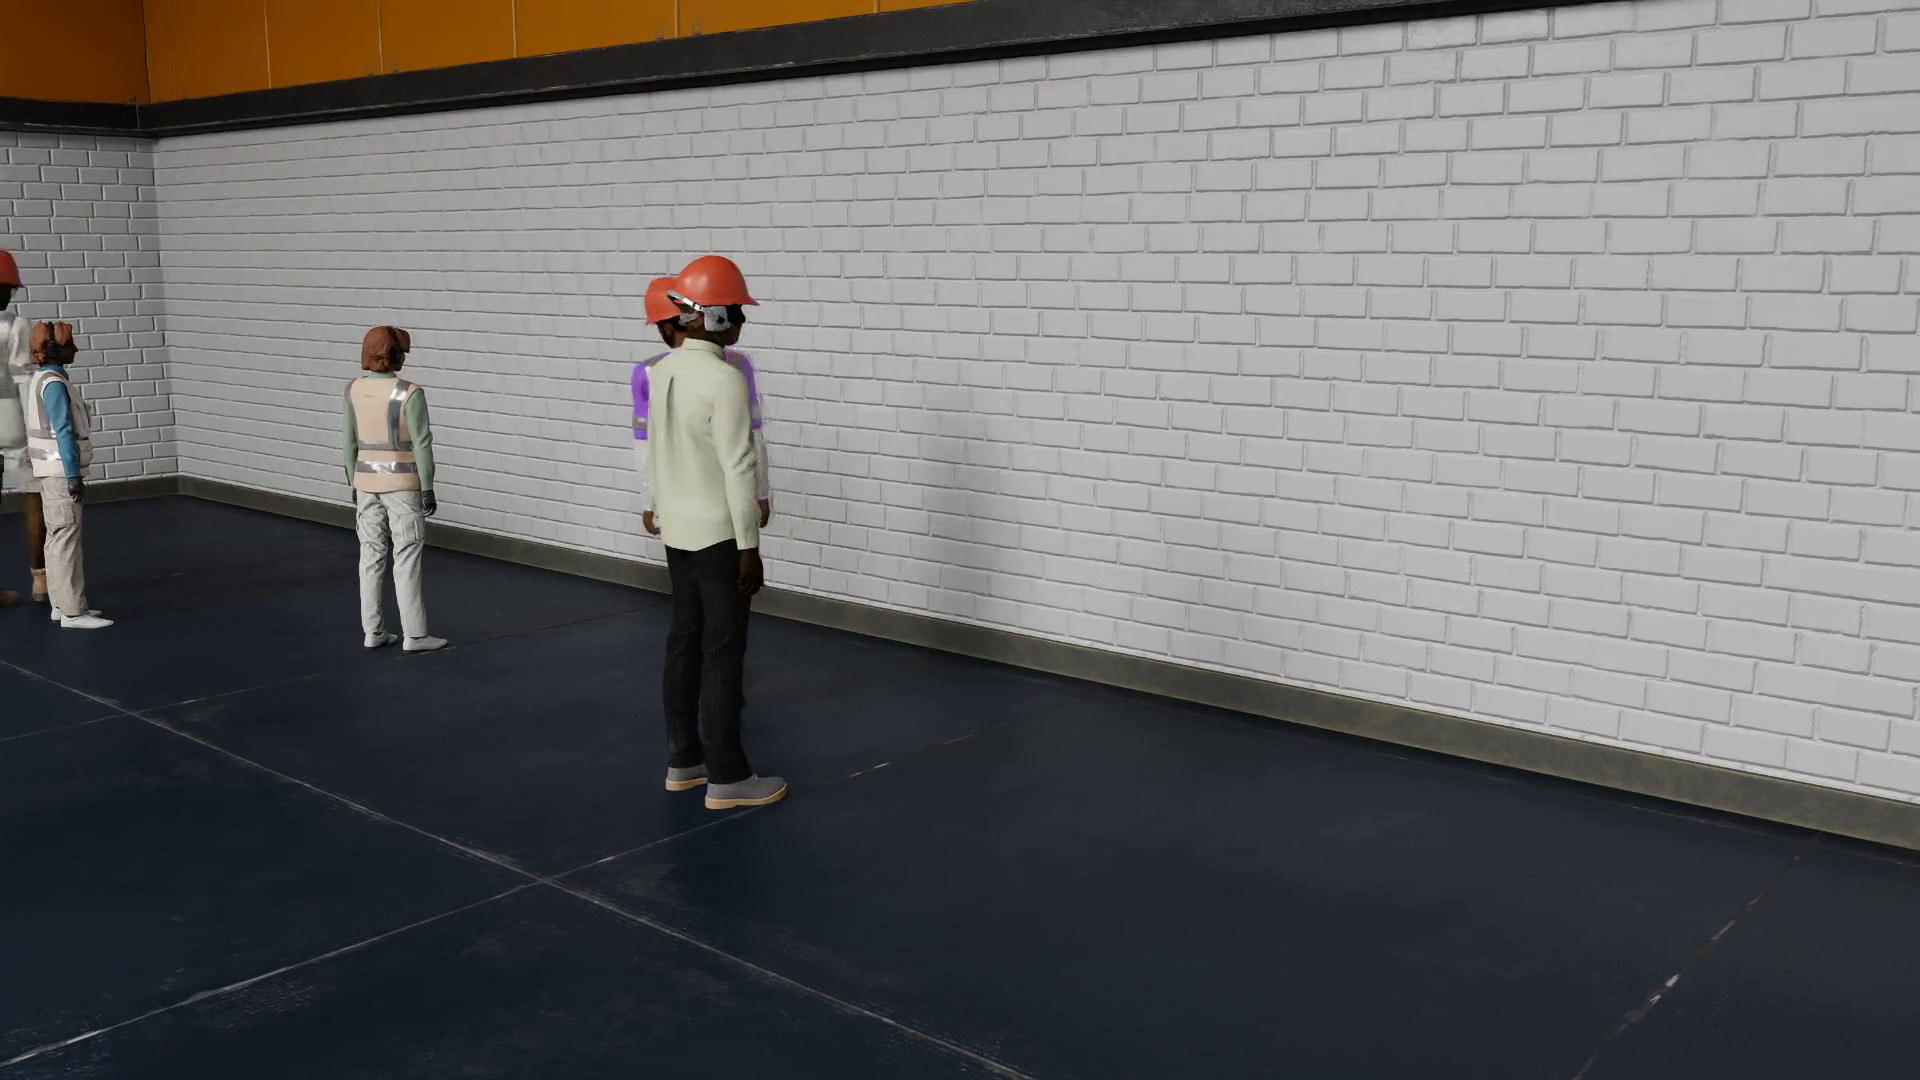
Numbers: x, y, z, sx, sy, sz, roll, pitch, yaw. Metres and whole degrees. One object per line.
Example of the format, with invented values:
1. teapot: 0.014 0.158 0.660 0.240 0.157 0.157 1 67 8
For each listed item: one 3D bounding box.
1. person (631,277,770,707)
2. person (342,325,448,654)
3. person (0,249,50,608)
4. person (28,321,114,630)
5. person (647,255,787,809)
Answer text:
1. person: -1.167 -0.220 7.449 0.578 1.891 0.704 -5 11 -27
2. person: -2.850 -0.247 8.333 0.523 1.638 0.311 4 11 22
3. person: -5.365 -0.616 9.350 0.655 2.008 0.665 1 10 6
4. person: -4.776 -0.340 8.861 0.307 1.641 0.514 -7 12 -36
5. person: -0.899 -0.026 6.059 0.385 1.993 0.624 -8 13 -38
